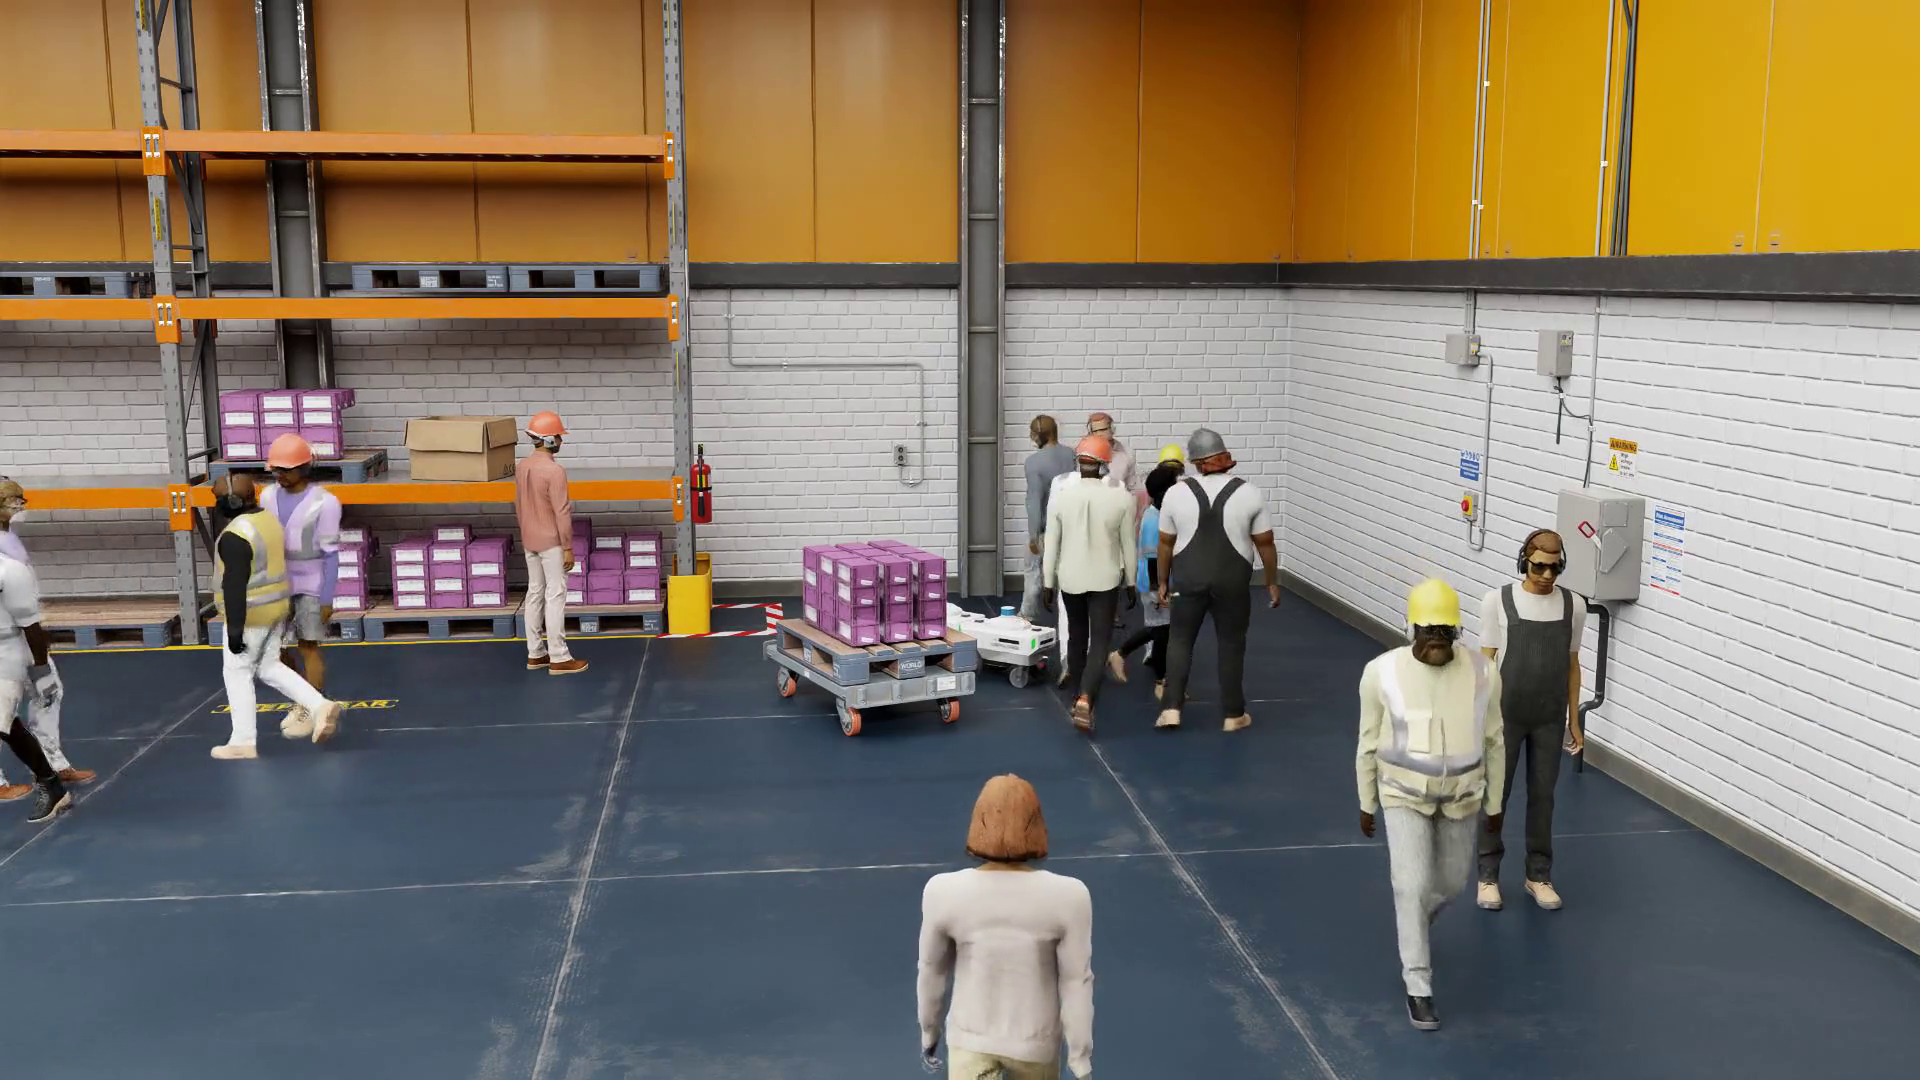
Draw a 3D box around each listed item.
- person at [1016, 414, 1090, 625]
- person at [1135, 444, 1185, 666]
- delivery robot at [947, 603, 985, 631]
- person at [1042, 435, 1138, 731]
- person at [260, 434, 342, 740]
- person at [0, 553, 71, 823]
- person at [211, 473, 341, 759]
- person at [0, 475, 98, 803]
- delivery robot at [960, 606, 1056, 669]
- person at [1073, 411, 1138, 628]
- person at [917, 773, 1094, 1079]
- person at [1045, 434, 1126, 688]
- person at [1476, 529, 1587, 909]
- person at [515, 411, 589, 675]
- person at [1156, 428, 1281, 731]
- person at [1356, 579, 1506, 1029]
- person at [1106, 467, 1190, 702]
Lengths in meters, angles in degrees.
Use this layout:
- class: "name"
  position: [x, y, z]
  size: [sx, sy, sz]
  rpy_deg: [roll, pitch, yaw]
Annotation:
- class: "person"
  position: [0.786, -0.113, 13.846]
  size: [0.665, 1.877, 1.016]
  rpy_deg: [-8, 12, -40]
- class: "person"
  position: [1.589, 0.146, 12.614]
  size: [0.526, 1.755, 0.375]
  rpy_deg: [1, 9, 8]
- class: "delivery robot"
  position: [-0.154, 0.654, 12.873]
  size: [0.707, 0.478, 0.477]
  rpy_deg: [8, 12, 40]
- class: "person"
  position: [0.864, 0.280, 11.158]
  size: [0.643, 1.956, 0.905]
  rpy_deg: [3, 10, 18]
- class: "person"
  position: [-4.280, 0.312, 10.746]
  size: [0.637, 2.017, 0.469]
  rpy_deg: [3, 10, 19]
- class: "person"
  position: [-5.169, 0.677, 8.853]
  size: [0.620, 1.911, 1.055]
  rpy_deg: [3, 10, 17]
- class: "person"
  position: [-4.326, 0.475, 10.398]
  size: [0.695, 1.811, 0.666]
  rpy_deg: [0, 9, 1]
- class: "person"
  position: [-5.323, 0.569, 9.494]
  size: [0.789, 1.905, 0.654]
  rpy_deg: [-4, 10, -22]
- class: "delivery robot"
  position: [0.356, 0.737, 12.355]
  size: [0.707, 0.478, 0.477]
  rpy_deg: [7, 11, 35]
- class: "person"
  position: [1.183, -0.154, 14.066]
  size: [0.675, 1.885, 0.432]
  rpy_deg: [-3, 10, -18]
- class: "person"
  position: [0.133, 1.458, 4.901]
  size: [0.519, 1.581, 0.872]
  rpy_deg: [1, 9, 5]
- class: "person"
  position: [0.931, 0.150, 12.344]
  size: [0.615, 1.850, 0.804]
  rpy_deg: [1, 9, 7]
- class: "person"
  position: [2.715, 0.851, 7.934]
  size: [0.504, 1.842, 0.345]
  rpy_deg: [0, 9, 1]
- class: "person"
  position: [-3.122, 0.022, 12.624]
  size: [0.615, 1.994, 0.381]
  rpy_deg: [8, 12, 42]
- class: "person"
  position: [1.716, 0.260, 10.998]
  size: [0.836, 2.000, 0.590]
  rpy_deg: [2, 9, 10]
- class: "person"
  position: [1.941, 1.031, 6.919]
  size: [0.598, 1.805, 0.792]
  rpy_deg: [0, 9, 1]
- class: "person"
  position: [1.335, 0.311, 11.806]
  size: [0.569, 1.686, 0.543]
  rpy_deg: [2, 9, 14]
